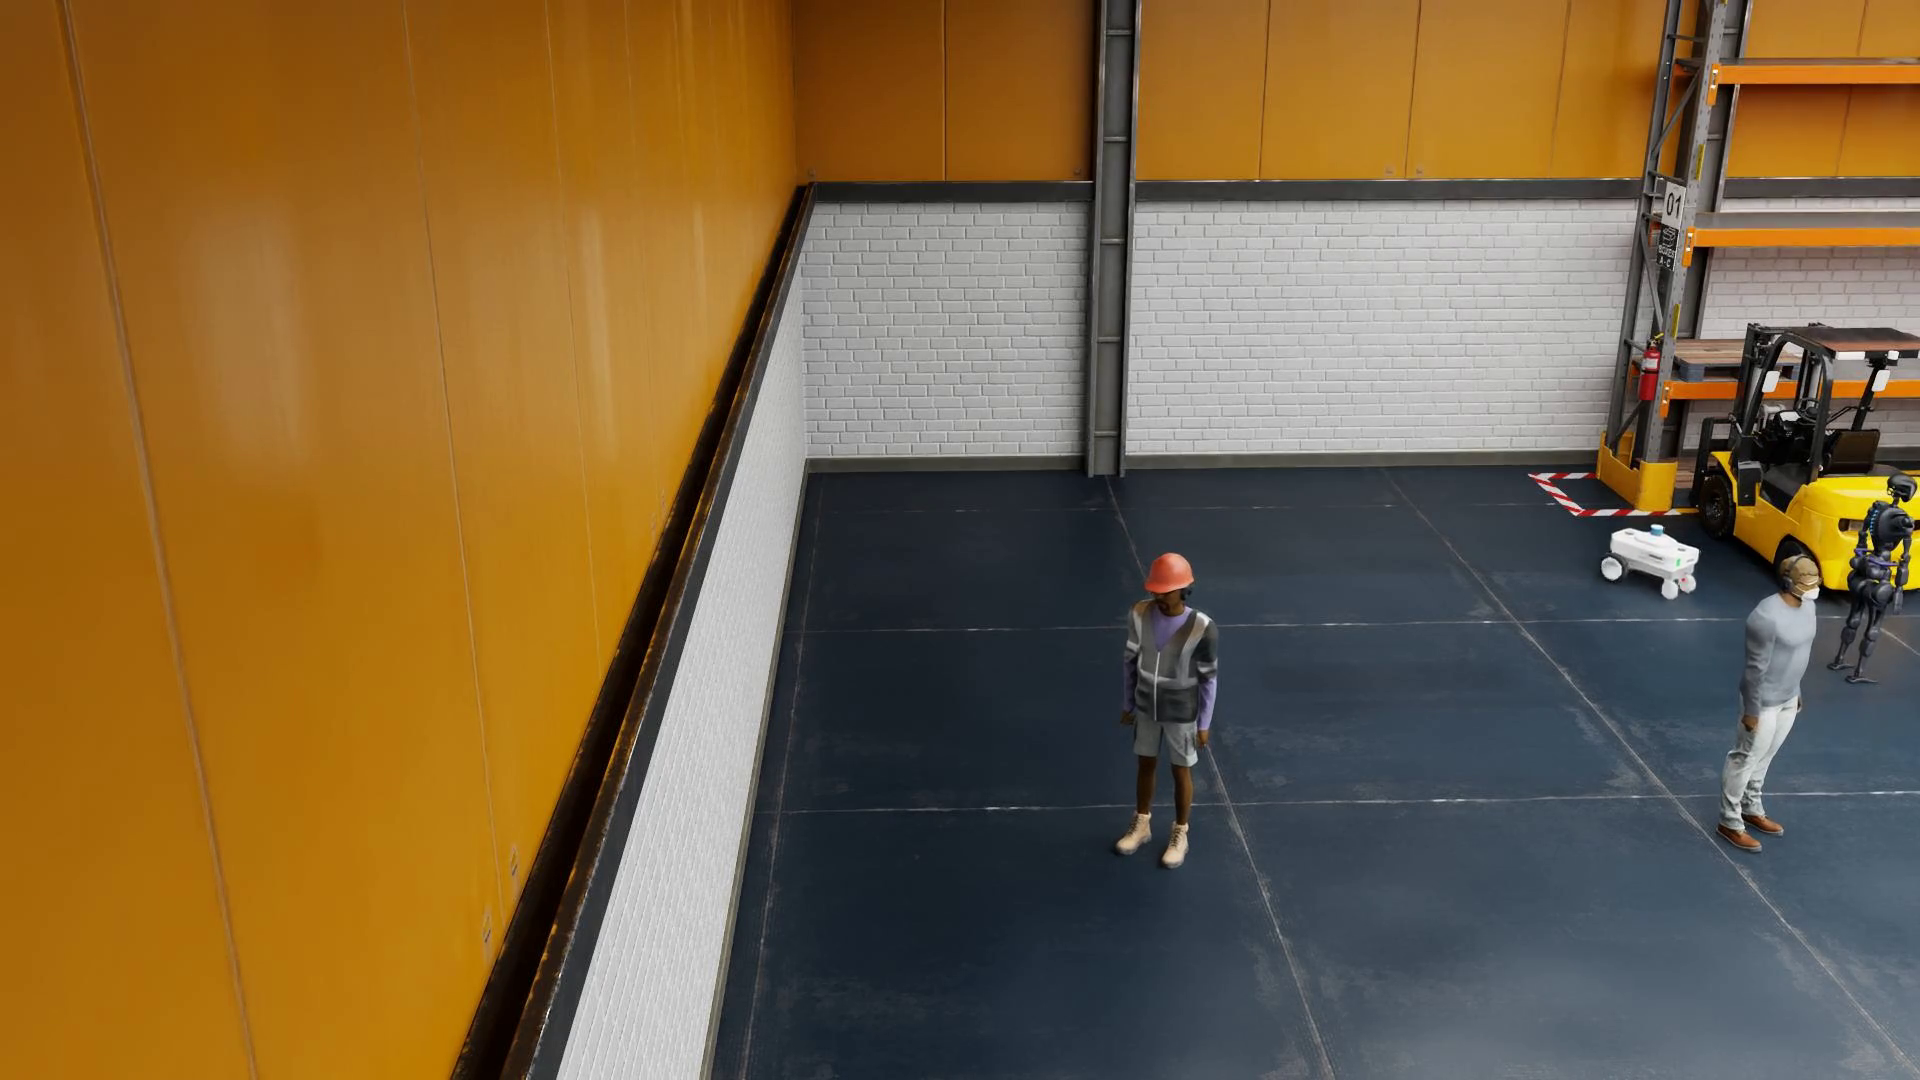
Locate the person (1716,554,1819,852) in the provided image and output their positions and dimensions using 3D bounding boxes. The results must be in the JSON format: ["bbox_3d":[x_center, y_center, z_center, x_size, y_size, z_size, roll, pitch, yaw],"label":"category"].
[{"bbox_3d":[5.093,0.999,10.435,0.627,1.940,0.370,-15,25,-35],"label":"person"}]

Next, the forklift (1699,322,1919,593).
[{"bbox_3d":[7.809,-0.792,14.926,1.214,2.155,2.313,-1,20,-2],"label":"forklift"}]

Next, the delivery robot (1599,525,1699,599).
[{"bbox_3d":[6.112,0.160,14.715,0.499,0.602,0.801,-14,24,-33],"label":"delivery robot"}]

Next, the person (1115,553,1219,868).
[{"bbox_3d":[1.257,1.037,10.184,0.605,2.045,0.385,13,24,32],"label":"person"}]

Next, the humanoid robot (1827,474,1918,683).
[{"bbox_3d":[7.026,0.280,12.755,0.311,1.651,0.616,-2,20,-6],"label":"humanoid robot"}]
